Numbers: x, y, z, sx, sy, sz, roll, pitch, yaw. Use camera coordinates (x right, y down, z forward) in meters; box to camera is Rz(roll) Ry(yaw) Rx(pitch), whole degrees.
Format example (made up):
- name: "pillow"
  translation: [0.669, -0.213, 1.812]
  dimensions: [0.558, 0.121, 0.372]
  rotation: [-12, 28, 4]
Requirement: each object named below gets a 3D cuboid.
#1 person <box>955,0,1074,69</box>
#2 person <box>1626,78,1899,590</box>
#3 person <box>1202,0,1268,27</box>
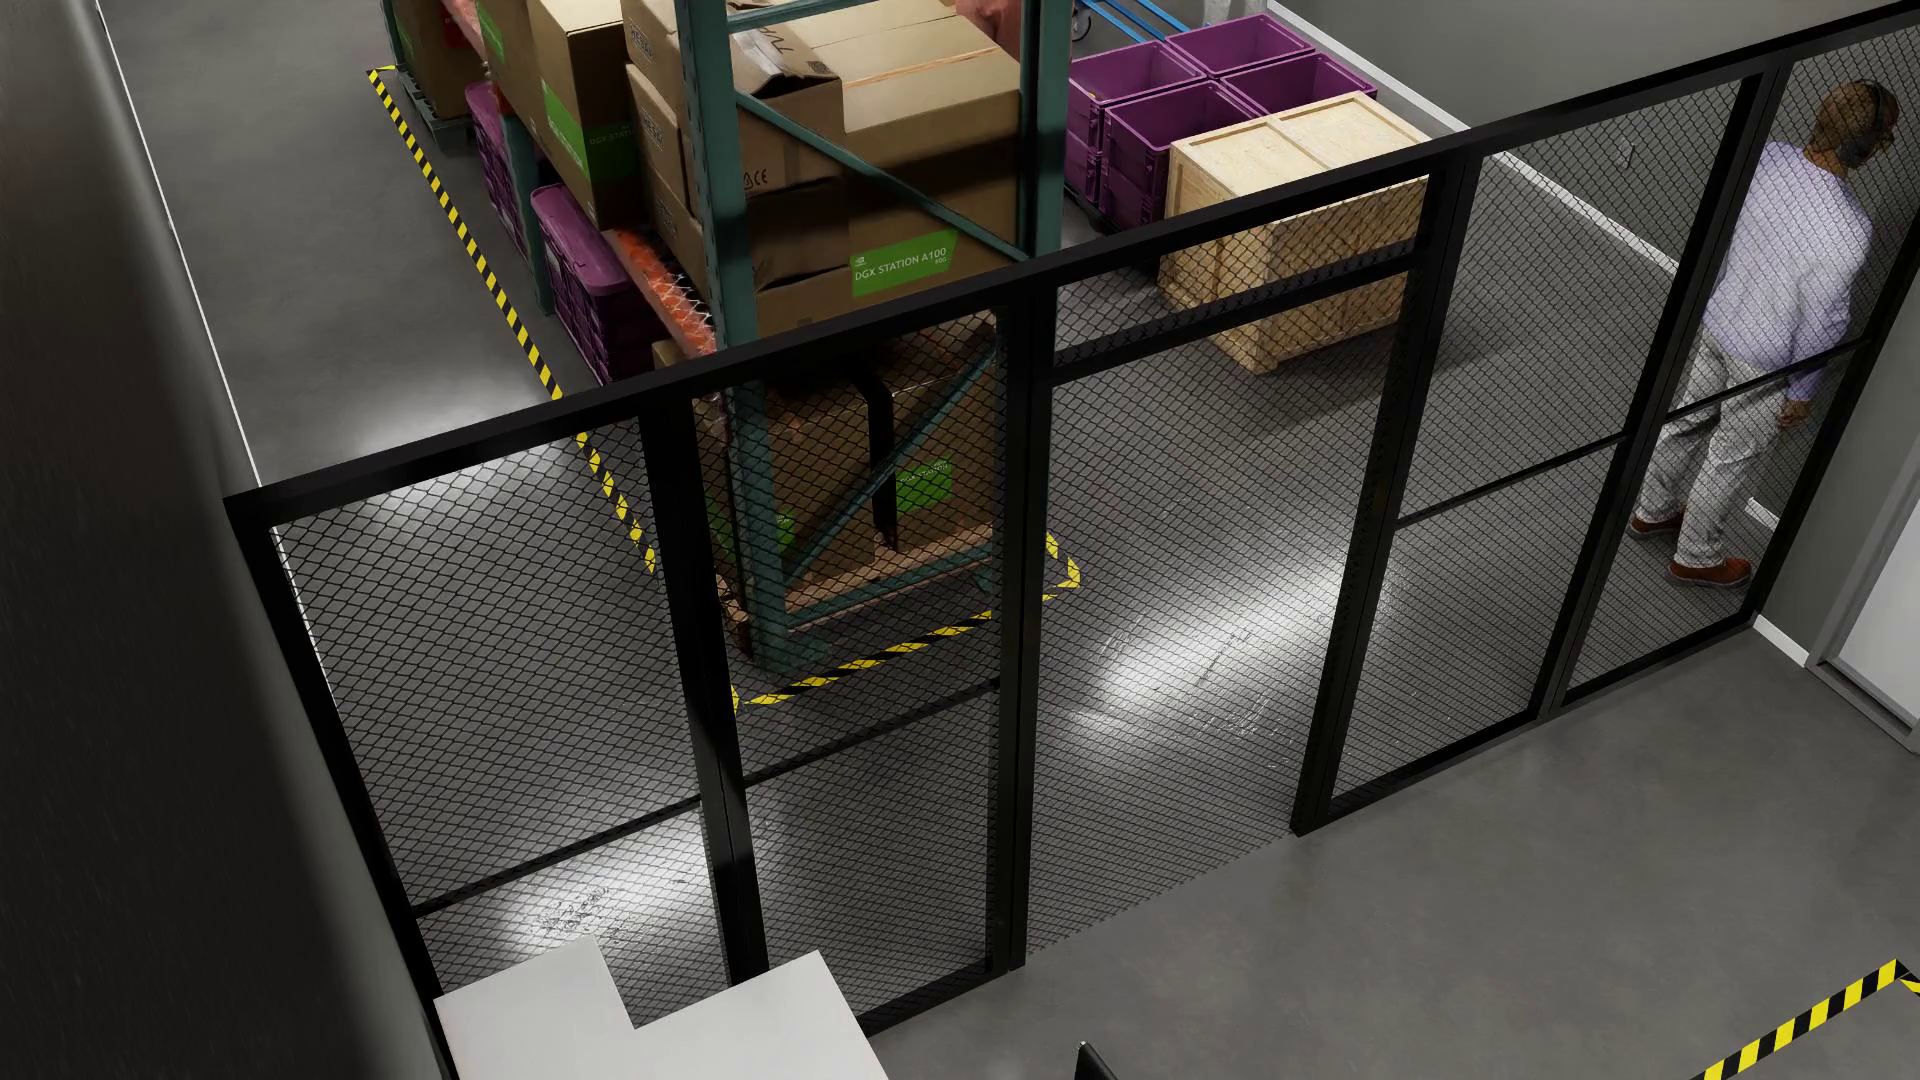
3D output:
- name: "person"
  translation: [0.197, -1.819, 6.901]
  dimensions: [0.617, 1.983, 0.403]
  rotation: [-30, 50, -29]
- name: "person"
  translation: [2.726, -0.665, 5.677]
  dimensions: [0.372, 1.934, 0.630]
  rotation: [-8, 43, -9]
- name: "person"
  translation: [1.432, -3.272, 8.601]
  dimensions: [0.586, 1.835, 0.403]
  rotation: [-17, 45, -18]
